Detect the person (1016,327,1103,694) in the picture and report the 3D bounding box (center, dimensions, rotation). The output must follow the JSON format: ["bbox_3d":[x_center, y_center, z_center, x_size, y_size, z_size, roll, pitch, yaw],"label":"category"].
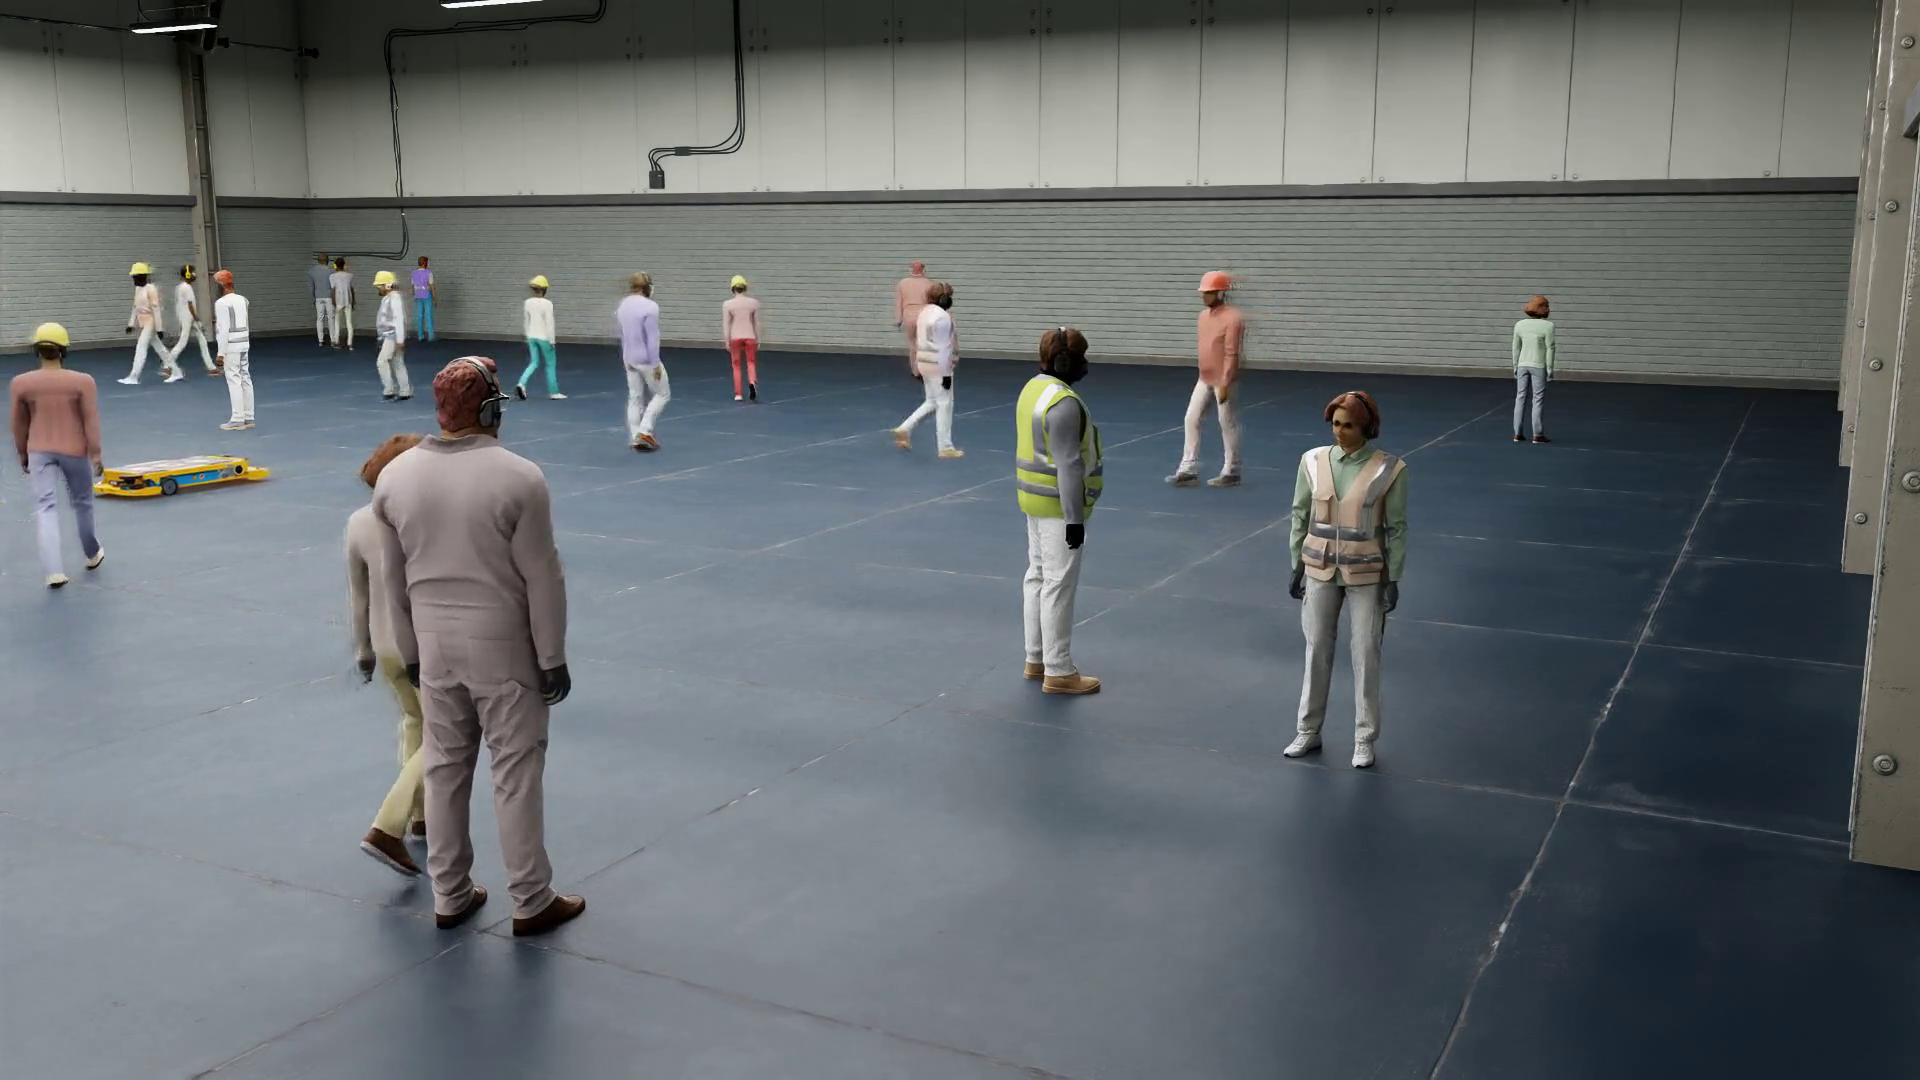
[{"bbox_3d":[0.507,-0.153,8.422,0.429,1.842,0.637,-3,11,-15],"label":"person"}]

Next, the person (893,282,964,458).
[{"bbox_3d":[-0.305,-1.739,17.141,0.633,1.828,0.639,-4,11,-22],"label":"person"}]

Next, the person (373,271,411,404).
[{"bbox_3d":[-7.877,-2.778,22.828,0.638,1.807,0.594,-4,11,-22],"label":"person"}]

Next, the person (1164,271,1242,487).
[{"bbox_3d":[2.217,-1.437,15.068,0.837,1.964,0.654,-6,12,-28],"label":"person"}]

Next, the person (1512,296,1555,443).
[{"bbox_3d":[6.374,-1.896,18.493,0.288,1.633,0.501,-9,13,-39],"label":"person"}]

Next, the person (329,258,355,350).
[{"bbox_3d":[-12.489,-4.764,33.598,0.523,1.834,0.895,-7,12,-33],"label":"person"}]

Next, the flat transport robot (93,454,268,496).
[{"bbox_3d":[-7.124,-0.599,15.141,0.652,0.197,1.431,6,12,28],"label":"flat transport robot"}]

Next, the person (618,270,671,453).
[{"bbox_3d":[-3.330,-1.870,17.555,0.658,1.924,0.443,9,14,42],"label":"person"}]

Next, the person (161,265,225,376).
[{"bbox_3d":[-12.594,-3.570,27.132,0.986,1.826,0.519,-4,11,-20],"label":"person"}]

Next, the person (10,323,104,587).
[{"bbox_3d":[-5.998,-0.583,11.086,0.545,1.711,0.898,-3,11,-17],"label":"person"}]

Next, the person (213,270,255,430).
[{"bbox_3d":[-8.624,-2.248,19.724,0.353,1.886,0.573,1,10,7],"label":"person"}]

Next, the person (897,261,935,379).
[{"bbox_3d":[-0.633,-3.545,26.787,0.680,1.880,0.754,4,11,19],"label":"person"}]

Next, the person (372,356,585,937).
[{"bbox_3d":[-1.561,0.354,5.478,0.636,1.911,0.406,3,11,16],"label":"person"}]

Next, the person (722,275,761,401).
[{"bbox_3d":[-3.008,-2.781,22.993,0.543,1.753,0.466,-3,11,-17],"label":"person"}]

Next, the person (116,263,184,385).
[{"bbox_3d":[-12.551,-3.338,25.718,1.014,1.877,0.605,-9,14,-40],"label":"person"}]

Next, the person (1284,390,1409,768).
[{"bbox_3d":[1.677,0.166,7.233,0.514,1.639,0.310,6,12,31],"label":"person"}]

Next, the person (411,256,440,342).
[{"bbox_3d":[-11.560,-5.192,35.885,0.567,1.846,0.389,3,11,18],"label":"person"}]

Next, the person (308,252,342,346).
[{"bbox_3d":[-13.205,-5.004,34.611,0.636,1.938,0.355,1,10,4],"label":"person"}]

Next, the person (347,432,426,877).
[{"bbox_3d":[-2.017,0.402,6.043,0.500,1.607,0.671,6,12,28],"label":"person"}]

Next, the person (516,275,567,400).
[{"bbox_3d":[-5.846,-2.805,23.143,0.539,1.748,0.708,6,12,31],"label":"person"}]
